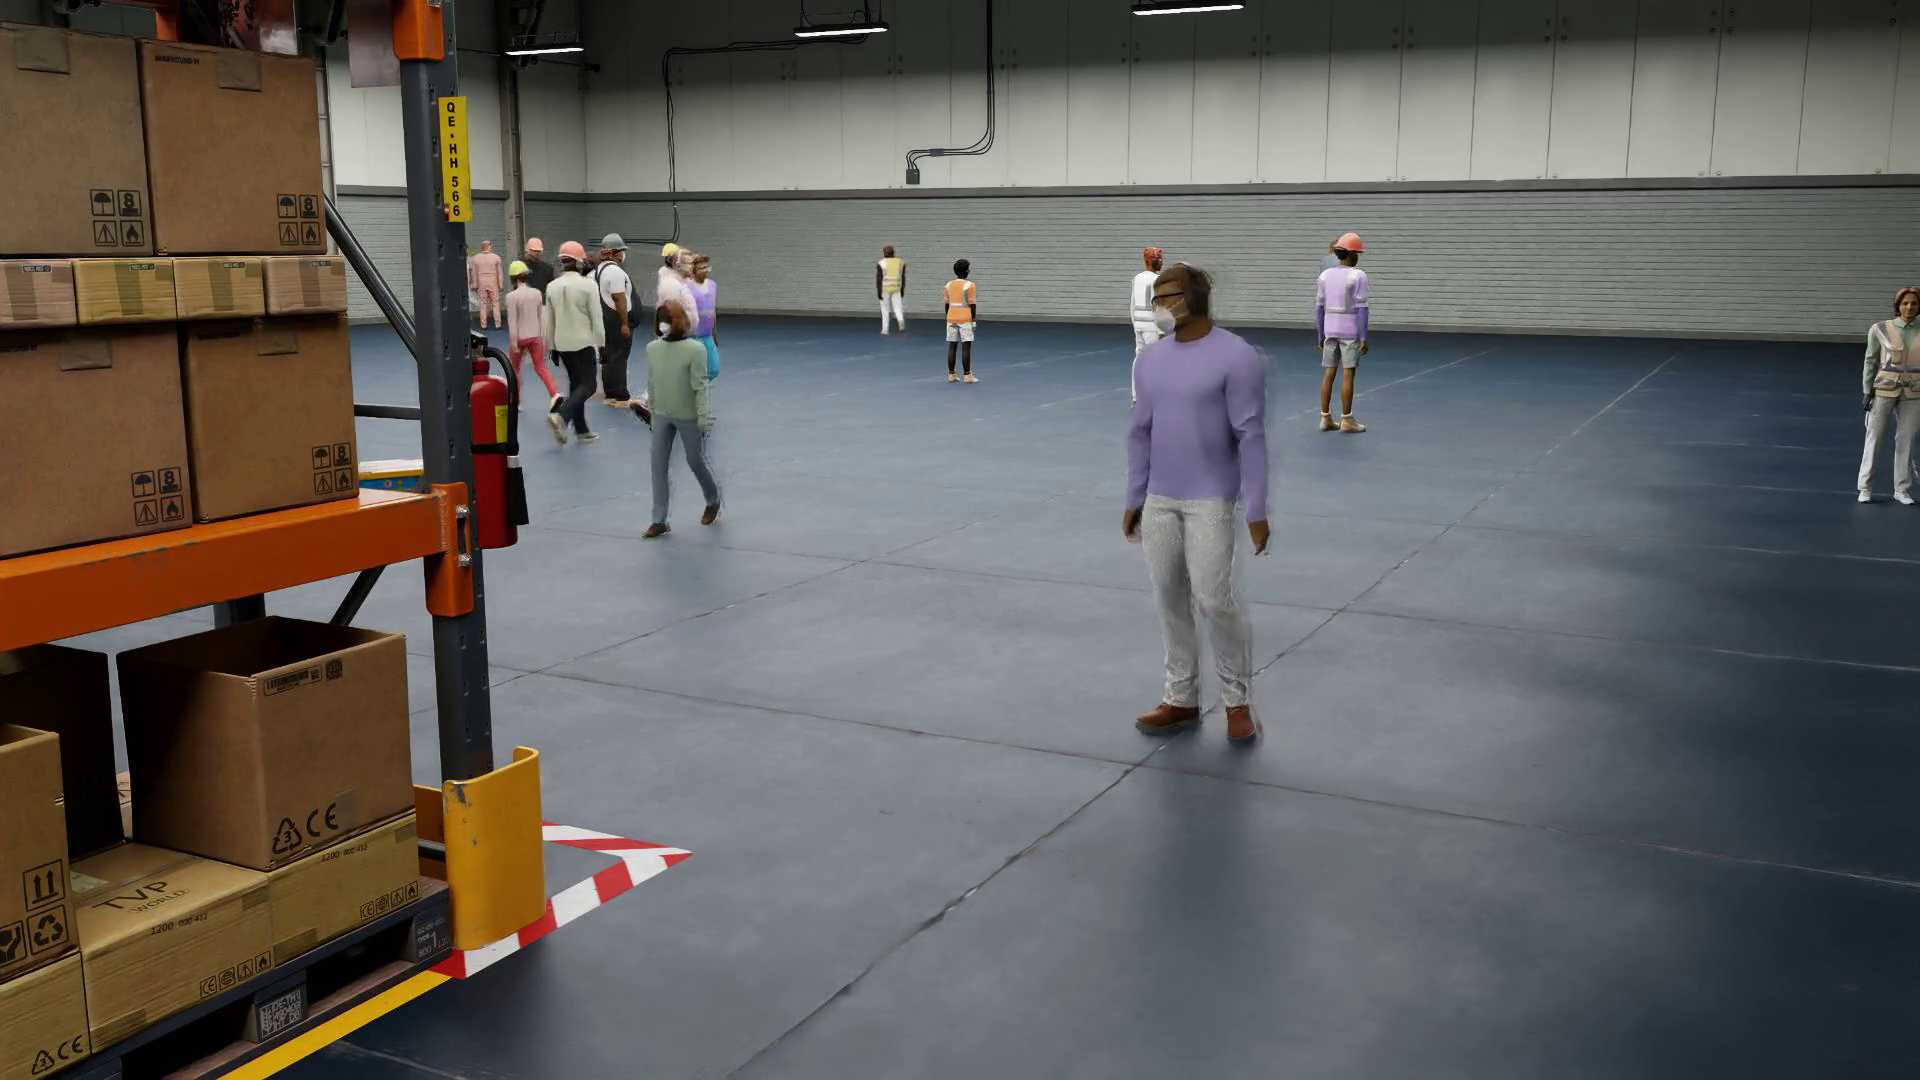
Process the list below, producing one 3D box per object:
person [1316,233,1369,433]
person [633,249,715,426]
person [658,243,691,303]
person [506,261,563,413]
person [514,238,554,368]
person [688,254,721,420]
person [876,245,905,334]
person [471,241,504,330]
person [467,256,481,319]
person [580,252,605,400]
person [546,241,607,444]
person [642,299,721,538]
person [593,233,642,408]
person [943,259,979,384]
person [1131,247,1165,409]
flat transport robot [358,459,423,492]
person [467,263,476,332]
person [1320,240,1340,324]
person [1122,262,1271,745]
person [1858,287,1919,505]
[{"bbox_3d":[3.957,-2.123,17.114,0.392,2.041,0.615,-8,13,-39],"label":"person"},{"bbox_3d":[-3.054,-2.130,17.588,0.773,1.885,0.660,1,10,5],"label":"person"},{"bbox_3d":[-4.212,-3.458,24.777,0.595,1.911,0.653,5,12,27],"label":"person"},{"bbox_3d":[-4.909,-2.314,18.976,0.815,1.735,0.524,8,13,38],"label":"person"},{"bbox_3d":[-6.464,-3.607,25.368,0.655,1.977,0.435,-5,12,-26],"label":"person"},{"bbox_3d":[-2.871,-2.223,18.266,0.464,1.819,0.637,5,11,24],"label":"person"},{"bbox_3d":[-1.401,-5.096,33.931,0.637,1.820,0.634,-4,11,-22],"label":"person"},{"bbox_3d":[-10.109,-5.453,35.655,0.642,1.905,0.399,-1,10,-4],"label":"person"},{"bbox_3d":[-11.703,-6.119,39.472,0.525,1.845,0.815,6,12,30],"label":"person"},{"bbox_3d":[-4.454,-2.612,20.414,0.513,1.816,0.657,-1,10,-5],"label":"person"},{"bbox_3d":[-3.744,-1.883,16.014,0.626,1.969,0.769,6,12,28],"label":"person"},{"bbox_3d":[-1.909,-0.851,11.387,0.508,1.599,0.803,4,11,22],"label":"person"},{"bbox_3d":[-4.013,-2.579,19.605,0.537,2.000,0.683,-7,12,-32],"label":"person"},{"bbox_3d":[0.012,-2.989,22.781,0.535,1.697,0.322,8,13,38],"label":"person"},{"bbox_3d":[2.190,-2.437,19.261,0.337,1.882,0.583,-5,12,-26],"label":"person"},{"bbox_3d":[-4.574,-0.478,12.980,1.431,0.197,0.652,-7,13,-34],"label":"flat transport robot"},{"bbox_3d":[-9.360,-4.603,31.019,0.555,1.912,0.823,-9,14,-41],"label":"person"},{"bbox_3d":[6.813,-4.517,30.473,0.379,1.933,0.629,-3,11,-18],"label":"person"},{"bbox_3d":[0.969,-0.143,6.720,0.401,1.913,0.720,-9,14,-42],"label":"person"},{"bbox_3d":[7.078,-1.083,12.541,0.515,1.641,0.315,3,11,16],"label":"person"}]
